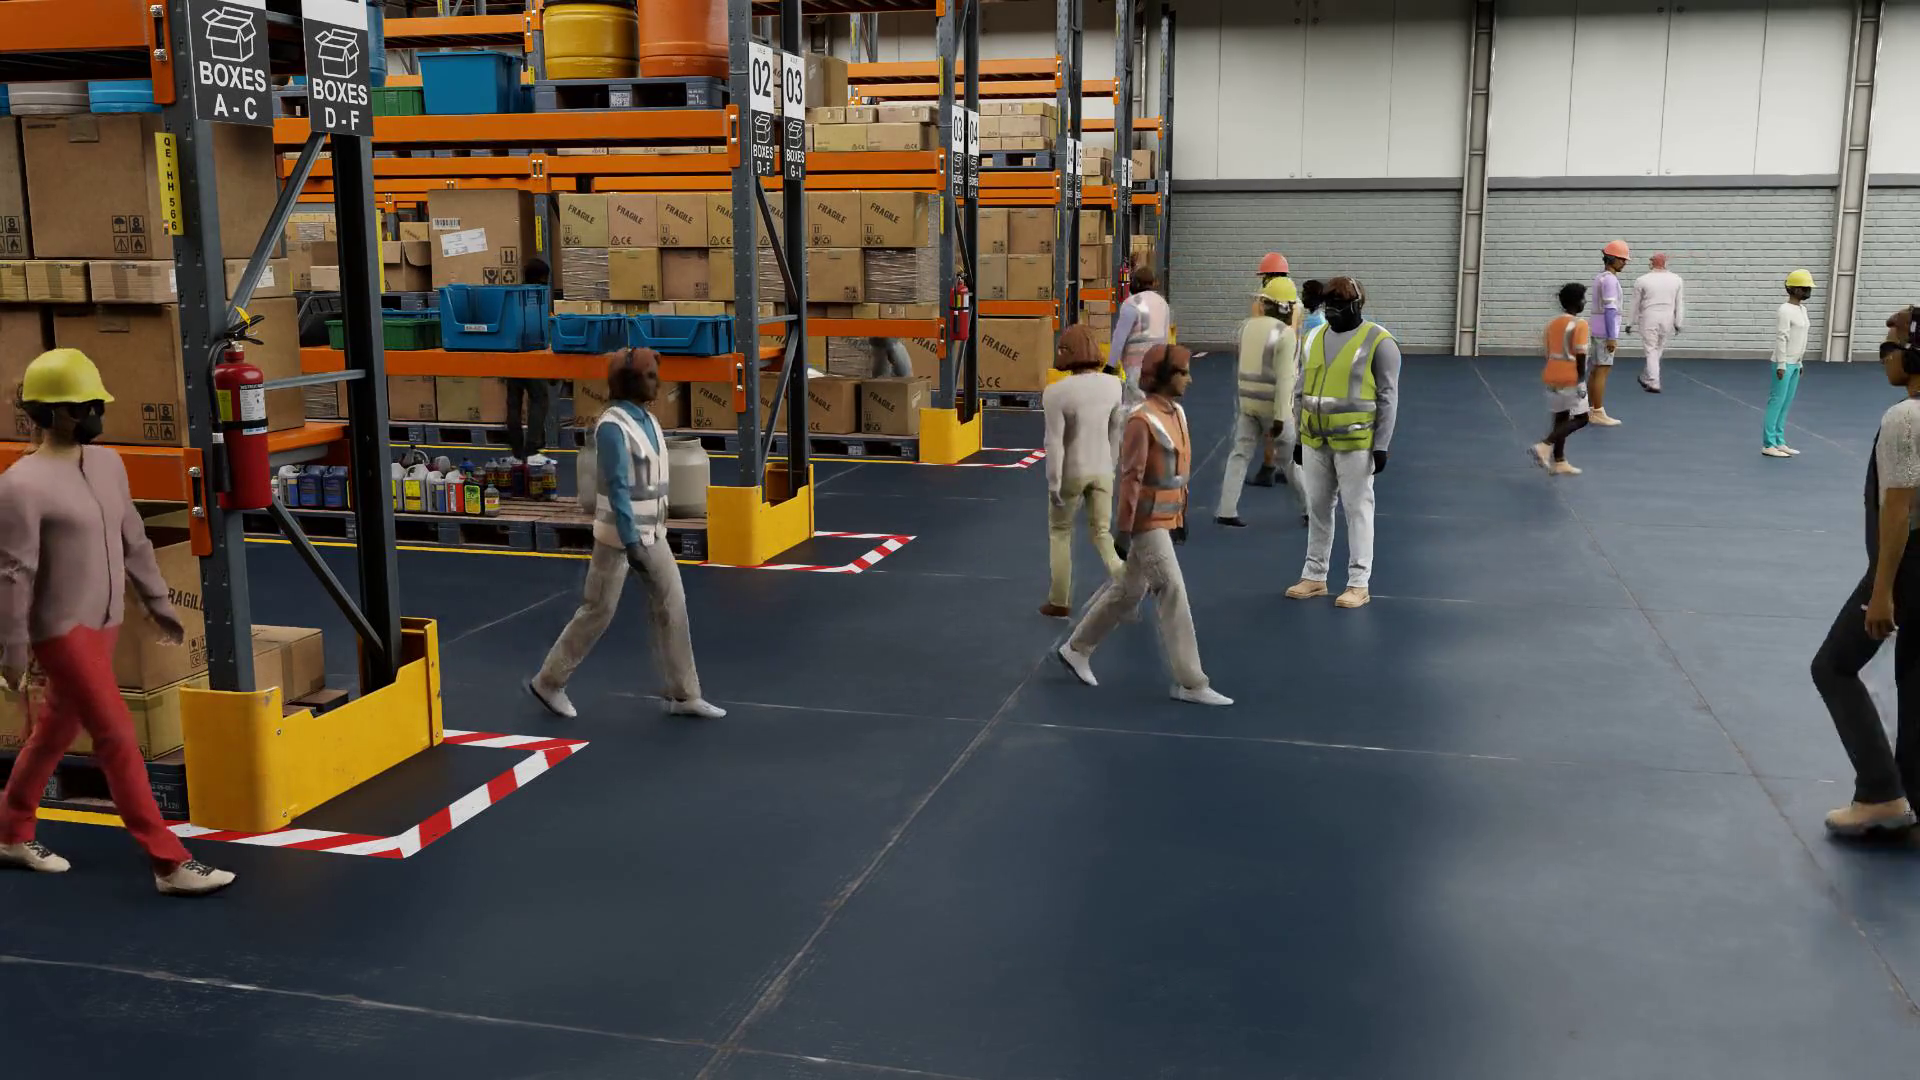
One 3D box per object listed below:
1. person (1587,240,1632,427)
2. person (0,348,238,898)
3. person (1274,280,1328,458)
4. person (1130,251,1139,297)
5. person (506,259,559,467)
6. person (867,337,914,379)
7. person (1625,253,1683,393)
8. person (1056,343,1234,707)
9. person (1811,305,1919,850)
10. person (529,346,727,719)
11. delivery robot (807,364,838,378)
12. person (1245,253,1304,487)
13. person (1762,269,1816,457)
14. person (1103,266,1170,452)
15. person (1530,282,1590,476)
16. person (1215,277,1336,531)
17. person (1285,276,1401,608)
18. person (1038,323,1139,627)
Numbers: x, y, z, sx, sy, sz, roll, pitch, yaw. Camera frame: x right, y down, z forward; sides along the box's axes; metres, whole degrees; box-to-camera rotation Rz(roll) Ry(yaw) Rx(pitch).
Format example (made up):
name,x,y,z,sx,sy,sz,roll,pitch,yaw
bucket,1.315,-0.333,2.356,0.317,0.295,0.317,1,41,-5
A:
name,x,y,z,sx,sy,sz,roll,pitch,yaw
person,7.139,-2.267,18.320,0.392,2.033,0.605,2,10,9
person,-2.744,0.262,5.194,0.925,1.719,0.529,1,10,4
person,3.229,-1.574,15.486,0.737,1.673,0.549,4,11,21
person,2.634,-3.675,26.587,0.774,1.859,0.606,1,10,5
person,-3.964,-1.594,15.059,0.690,1.876,0.373,5,11,26
person,-0.638,-1.970,17.007,0.819,1.906,0.648,3,11,15
person,9.362,-2.947,22.550,0.678,1.856,0.965,0,10,-2
person,0.817,-0.085,7.439,0.856,1.599,0.521,5,11,24
person,3.140,0.132,5.583,0.549,1.830,0.441,-6,12,-32
person,-1.453,-0.020,7.042,0.819,1.606,0.502,3,11,15
delivery robot,-1.832,-1.881,20.017,0.707,0.478,0.477,2,11,14
person,2.588,-1.410,13.838,0.552,1.935,0.374,-8,13,-36
person,7.871,-1.670,15.751,0.527,1.767,0.331,-10,14,-43
person,1.683,-1.676,15.725,0.953,1.799,0.634,8,13,38
person,5.172,-1.369,14.287,0.465,1.684,0.549,-2,10,-9
person,2.218,-0.955,11.742,0.941,1.777,0.611,-6,12,-29
person,2.123,-0.548,9.324,0.429,1.842,0.636,-9,14,-42
person,0.675,-0.334,8.772,0.500,1.608,0.680,-5,11,-25
